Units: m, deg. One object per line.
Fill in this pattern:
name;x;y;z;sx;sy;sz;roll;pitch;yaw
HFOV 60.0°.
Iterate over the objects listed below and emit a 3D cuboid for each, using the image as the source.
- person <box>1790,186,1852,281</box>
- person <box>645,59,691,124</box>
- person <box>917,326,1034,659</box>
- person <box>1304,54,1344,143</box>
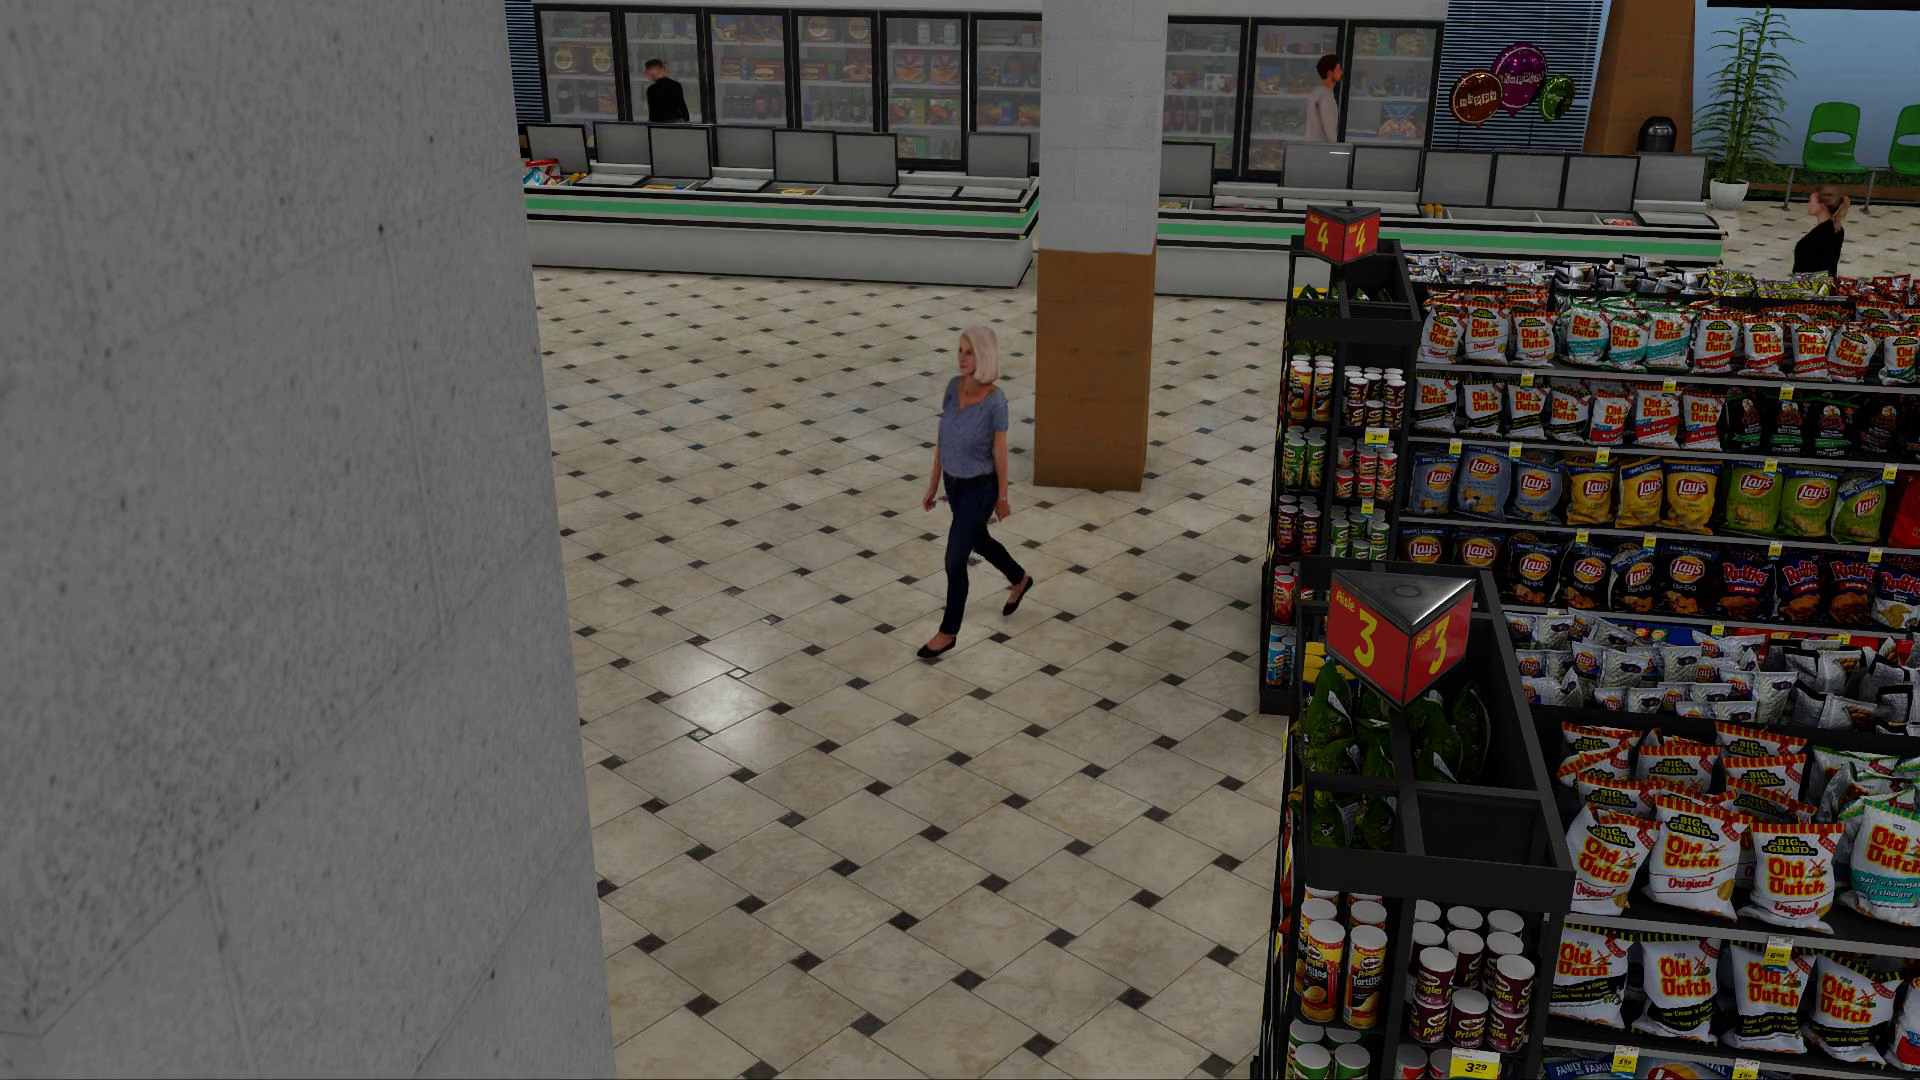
person;5.941;-1.572;11.516;0.934;1.675;1.033;-20;31;-38
person;-3.033;-4.303;17.806;0.817;1.636;0.854;-12;26;-26
person;0.119;-0.277;8.539;1.108;1.689;1.075;-17;29;-34
person;3.416;-3.748;16.263;1.220;1.857;0.664;5;24;10
